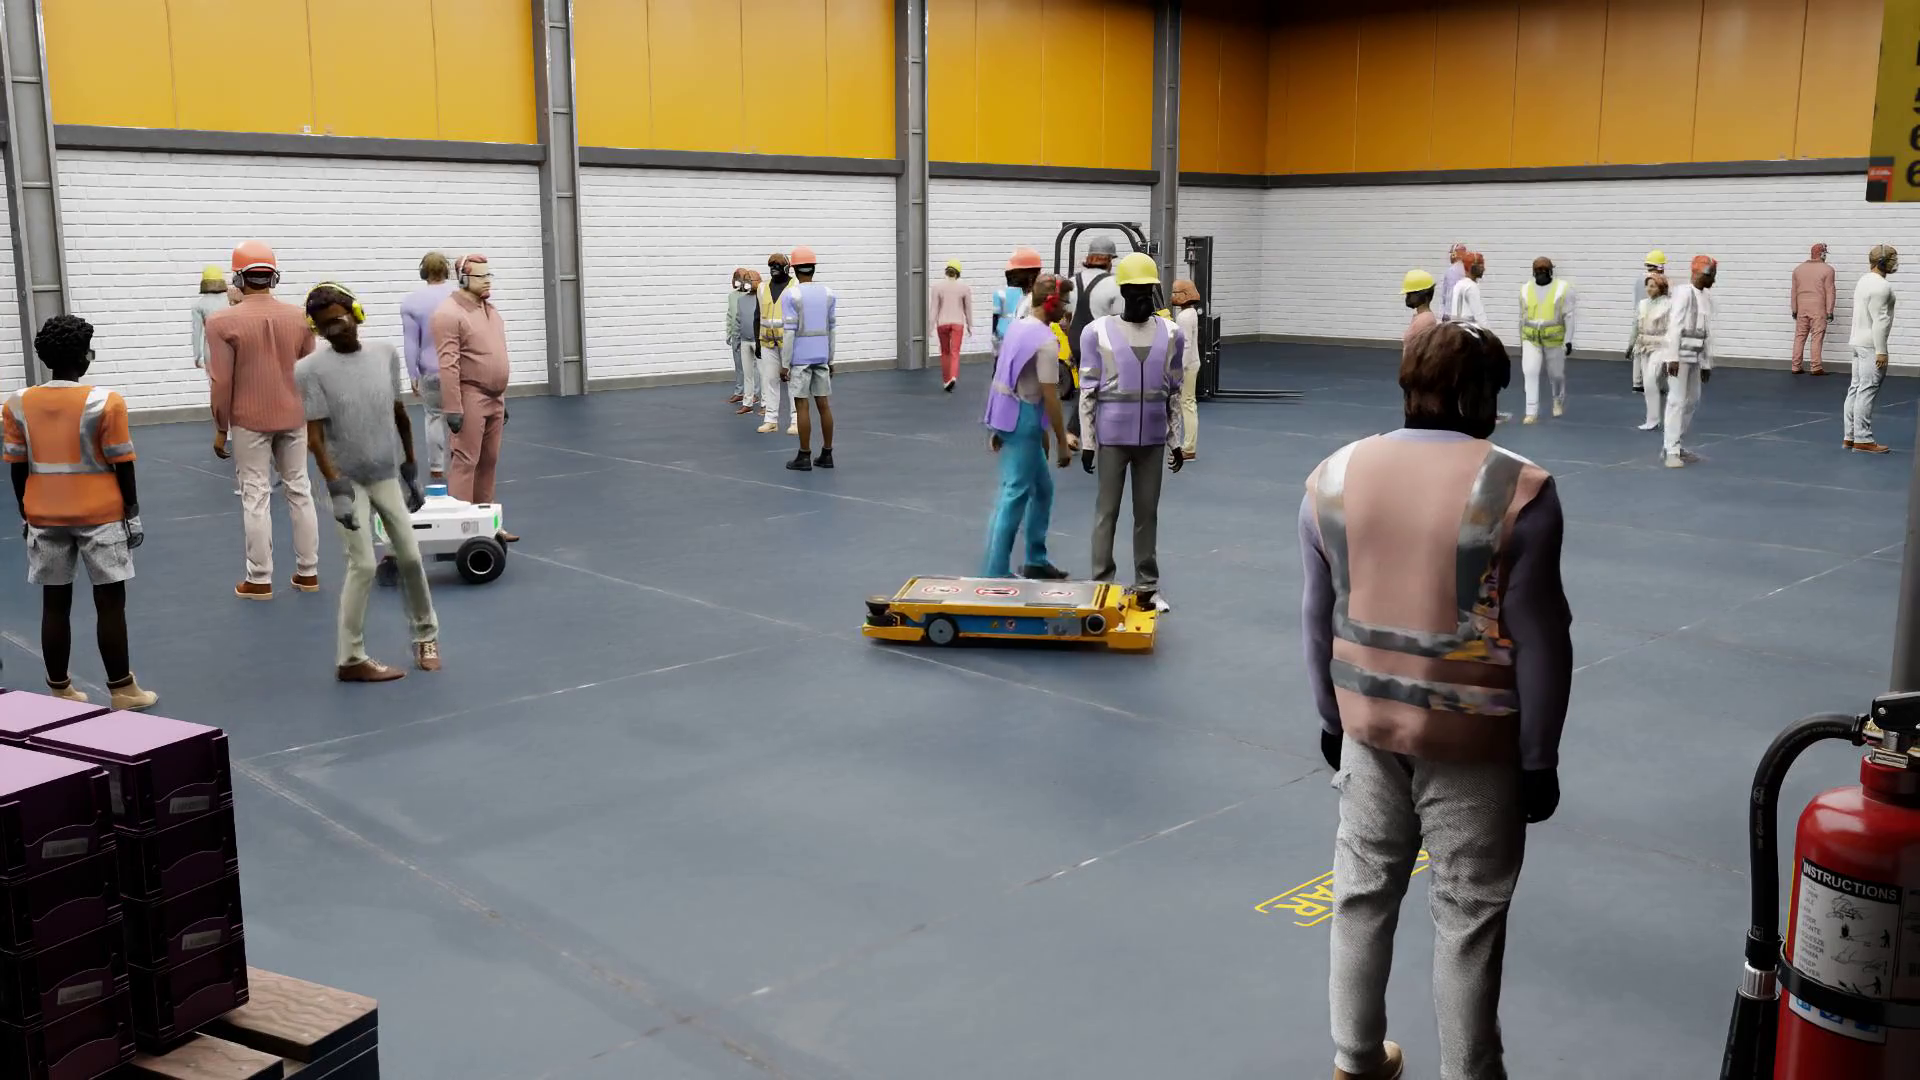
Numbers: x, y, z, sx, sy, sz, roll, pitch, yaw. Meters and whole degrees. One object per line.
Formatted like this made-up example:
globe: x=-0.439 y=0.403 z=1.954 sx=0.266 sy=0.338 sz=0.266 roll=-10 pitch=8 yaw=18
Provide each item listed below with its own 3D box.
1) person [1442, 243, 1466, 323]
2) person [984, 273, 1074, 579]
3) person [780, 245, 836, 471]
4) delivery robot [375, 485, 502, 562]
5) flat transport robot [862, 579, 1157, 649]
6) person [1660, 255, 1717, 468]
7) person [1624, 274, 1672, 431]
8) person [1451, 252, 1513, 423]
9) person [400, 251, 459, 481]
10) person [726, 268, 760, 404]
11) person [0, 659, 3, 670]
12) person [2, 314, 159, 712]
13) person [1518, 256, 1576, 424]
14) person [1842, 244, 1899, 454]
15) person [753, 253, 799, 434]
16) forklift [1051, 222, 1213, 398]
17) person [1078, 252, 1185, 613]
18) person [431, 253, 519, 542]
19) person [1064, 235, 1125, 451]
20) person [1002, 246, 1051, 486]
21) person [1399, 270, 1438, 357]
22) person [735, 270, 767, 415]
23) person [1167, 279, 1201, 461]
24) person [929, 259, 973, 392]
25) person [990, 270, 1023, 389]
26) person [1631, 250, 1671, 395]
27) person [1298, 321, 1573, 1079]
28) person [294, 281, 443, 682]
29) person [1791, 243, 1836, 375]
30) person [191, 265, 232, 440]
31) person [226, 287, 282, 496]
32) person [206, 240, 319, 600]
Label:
person: x=7.105 y=-3.289 z=23.846 sx=0.651 sy=1.906 sz=0.403 roll=-10 pitch=14 yaw=-43
person: x=0.456 y=-0.609 z=9.486 sx=0.707 sy=1.808 sz=0.587 roll=-3 pitch=11 yaw=-15
person: x=-1.328 y=-1.565 z=14.369 sx=0.550 sy=1.933 sz=0.371 roll=-8 pitch=13 yaw=-39
delivery robot: x=-3.064 y=-0.082 z=9.790 sx=0.707 sy=0.478 sz=0.477 roll=-3 pitch=11 yaw=-13
flat transport robot: x=0.269 y=0.355 z=8.437 sx=1.431 sy=0.197 sz=0.652 roll=2 pitch=10 yaw=8
person: x=6.381 y=-1.572 z=14.660 sx=0.683 sy=1.852 sz=0.373 roll=-10 pitch=14 yaw=-42
person: x=7.151 y=-1.937 z=17.264 sx=0.538 sy=1.623 sz=0.535 roll=-3 pitch=11 yaw=-17
person: x=5.428 y=-2.082 z=17.443 sx=0.845 sy=1.844 sz=0.585 roll=1 pitch=10 yaw=7
person: x=-4.160 y=-1.371 z=13.415 sx=0.624 sy=1.908 sz=0.974 roll=-4 pitch=11 yaw=-21
person: x=-2.611 y=-2.457 z=20.052 sx=0.507 sy=1.632 sz=0.276 roll=6 pitch=12 yaw=30
person: x=-4.638 y=-0.307 z=7.501 sx=0.551 sy=1.934 sz=0.373 roll=-1 pitch=10 yaw=-5
person: x=-3.695 y=-0.091 z=6.979 sx=0.539 sy=1.695 sz=0.318 roll=0 pitch=10 yaw=2
person: x=6.380 y=-2.175 z=18.076 sx=0.656 sy=1.805 sz=0.895 roll=7 pitch=12 yaw=33
person: x=8.522 y=-1.782 z=15.539 sx=0.372 sy=1.940 sz=0.629 roll=2 pitch=11 yaw=12
person: x=-1.827 y=-1.999 z=16.987 sx=0.633 sy=1.841 sz=0.429 roll=4 pitch=11 yaw=19
forklift: x=1.935 y=-2.847 z=20.651 sx=2.313 sy=2.155 sz=1.214 roll=2 pitch=11 yaw=13
person: x=0.922 y=-0.559 z=8.896 sx=0.590 sy=1.930 sz=0.359 roll=-3 pitch=11 yaw=-14
person: x=-3.111 y=-0.890 z=10.763 sx=0.403 sy=1.906 sz=0.651 roll=3 pitch=11 yaw=14
person: x=1.301 y=-1.756 z=15.120 sx=0.536 sy=2.000 sz=0.690 roll=-9 pitch=14 yaw=-41
person: x=0.524 y=-1.330 z=13.085 sx=0.378 sy=1.933 sz=0.551 roll=-2 pitch=11 yaw=-12
person: x=3.476 y=-1.168 z=12.673 sx=0.317 sy=1.765 sz=0.522 roll=3 pitch=11 yaw=14
person: x=-2.337 y=-2.227 z=18.802 sx=0.500 sy=1.633 sz=0.284 roll=6 pitch=12 yaw=28
person: x=2.017 y=-1.525 z=14.967 sx=0.286 sy=1.633 sz=0.500 roll=3 pitch=11 yaw=14
person: x=-0.123 y=-2.797 z=21.681 sx=0.571 sy=1.716 sz=0.852 roll=1 pitch=10 yaw=6
person: x=0.651 y=-2.531 z=20.468 sx=0.560 sy=1.669 sz=0.734 roll=-4 pitch=11 yaw=-21
person: x=8.794 y=-2.754 z=21.127 sx=0.404 sy=1.834 sz=0.598 roll=-2 pitch=11 yaw=-12
person: x=1.070 y=0.434 z=3.740 sx=0.619 sy=1.838 sz=0.430 roll=10 pitch=14 yaw=43
person: x=-2.675 y=-0.252 z=7.559 sx=0.346 sy=1.814 sz=0.610 roll=9 pitch=14 yaw=41
person: x=12.395 y=-3.342 z=24.136 sx=0.407 sy=1.906 sz=0.655 roll=-6 pitch=12 yaw=-29
person: x=-7.334 y=-1.855 z=16.492 sx=0.516 sy=1.727 sz=0.385 roll=-7 pitch=13 yaw=-35
person: x=-5.497 y=-1.149 z=12.907 sx=0.352 sy=1.625 sz=0.544 roll=0 pitch=10 yaw=1
person: x=-3.872 y=-0.663 z=9.288 sx=0.381 sy=1.995 sz=0.611 roll=10 pitch=14 yaw=43
